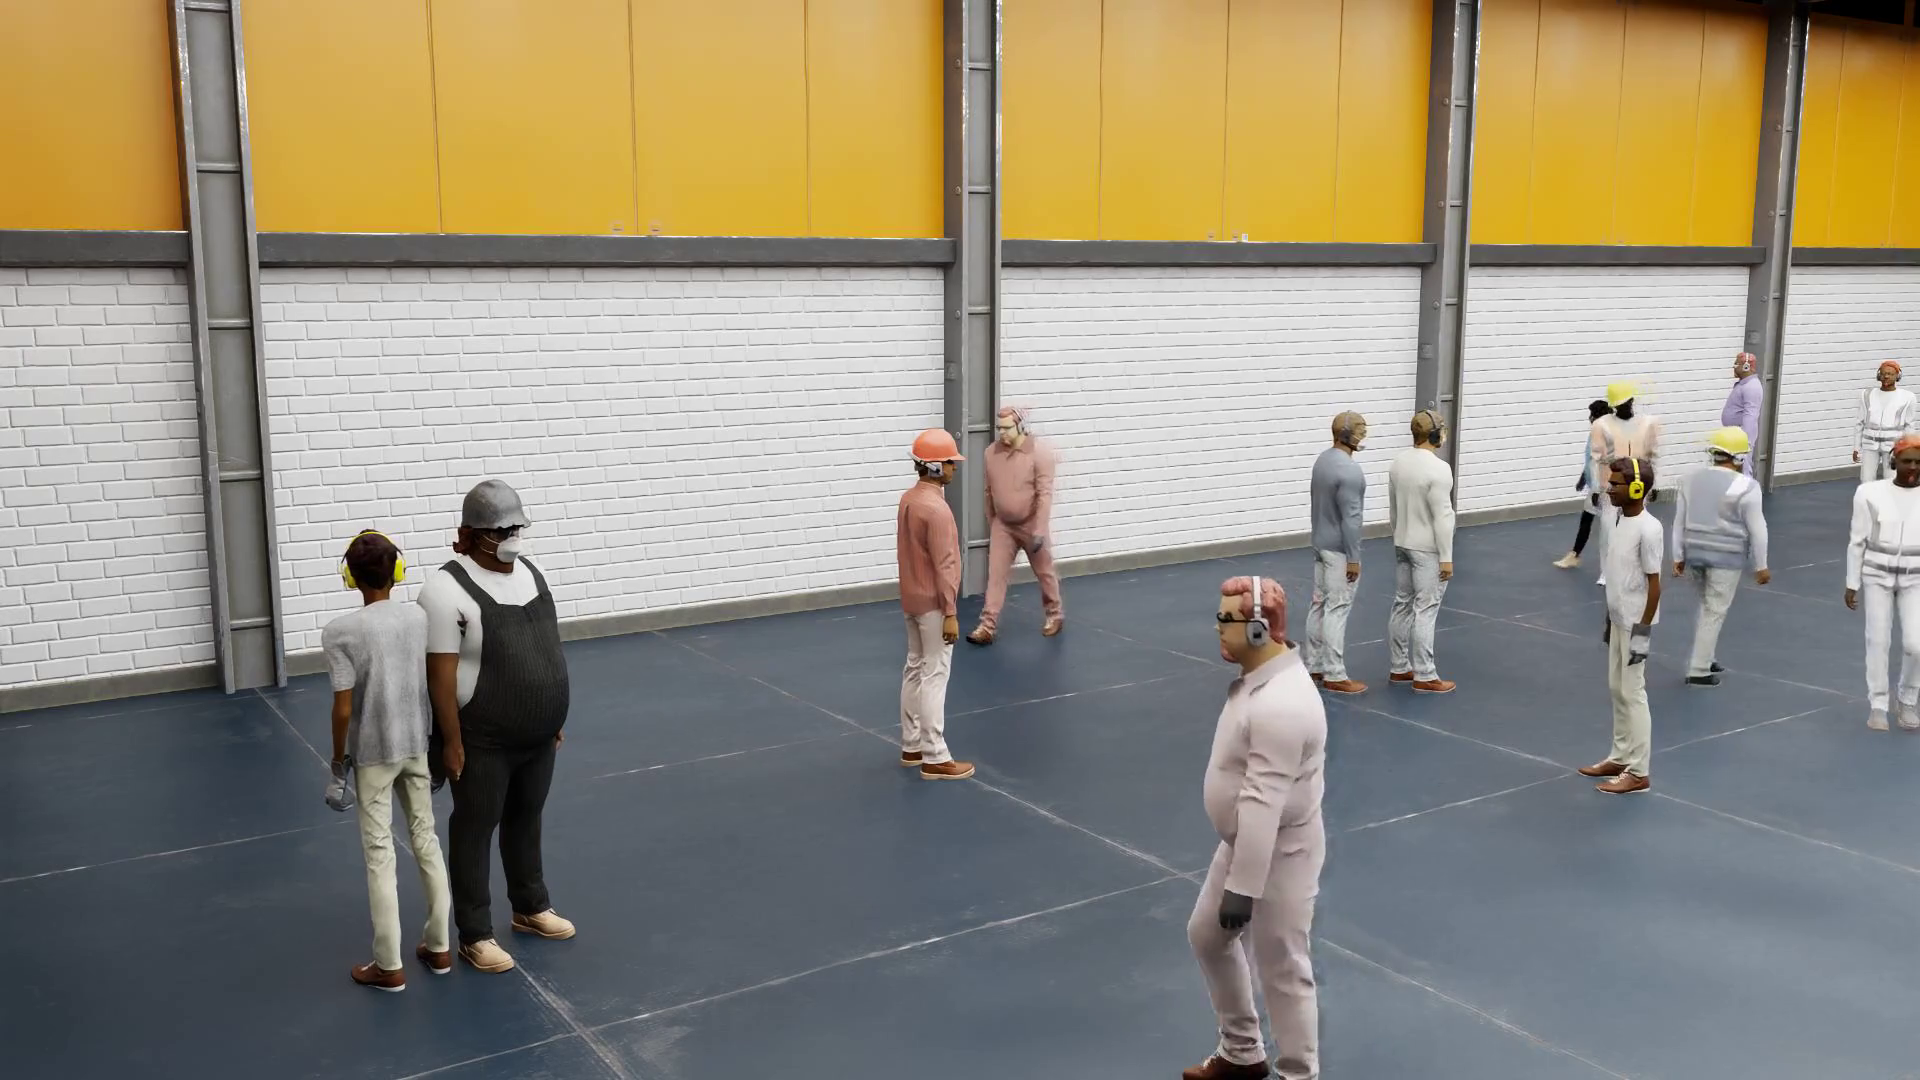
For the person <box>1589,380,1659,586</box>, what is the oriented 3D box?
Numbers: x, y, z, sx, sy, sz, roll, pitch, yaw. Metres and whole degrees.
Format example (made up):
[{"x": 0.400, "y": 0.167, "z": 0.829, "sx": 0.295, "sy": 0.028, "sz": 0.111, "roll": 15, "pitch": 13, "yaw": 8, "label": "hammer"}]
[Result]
[{"x": 6.051, "y": -0.509, "z": 15.058, "sx": 0.720, "sy": 1.880, "sz": 0.435, "roll": 0, "pitch": 9, "yaw": 0, "label": "person"}]

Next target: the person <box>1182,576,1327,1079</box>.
[{"x": 0.970, "y": 1.055, "z": 5.606, "sx": 0.599, "sy": 1.886, "sz": 0.661, "roll": 0, "pitch": 9, "yaw": 1, "label": "person"}]

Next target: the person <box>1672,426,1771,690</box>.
[{"x": 5.277, "y": 0.122, "z": 11.472, "sx": 0.689, "sy": 1.810, "sz": 0.599, "roll": -4, "pitch": 10, "yaw": -25, "label": "person"}]

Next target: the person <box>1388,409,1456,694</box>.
[{"x": 3.155, "y": 0.078, "z": 11.347, "sx": 0.372, "sy": 1.940, "sz": 0.632, "roll": -3, "pitch": 10, "yaw": -19, "label": "person"}]

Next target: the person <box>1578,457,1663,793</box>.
[{"x": 3.687, "y": 0.470, "z": 9.197, "sx": 0.310, "sy": 1.868, "sz": 0.533, "roll": 1, "pitch": 9, "yaw": 3, "label": "person"}]

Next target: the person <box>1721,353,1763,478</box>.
[{"x": 8.960, "y": -1.196, "z": 19.115, "sx": 0.409, "sy": 1.909, "sz": 0.640, "roll": 3, "pitch": 10, "yaw": 19, "label": "person"}]

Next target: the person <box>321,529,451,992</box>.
[{"x": -2.311, "y": 0.886, "z": 6.702, "sx": 0.330, "sy": 1.866, "sz": 0.512, "roll": 9, "pitch": 13, "yaw": 42, "label": "person"}]

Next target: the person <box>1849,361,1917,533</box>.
[{"x": 9.923, "y": -0.983, "z": 17.903, "sx": 0.576, "sy": 1.883, "sz": 0.354, "roll": 8, "pitch": 12, "yaw": 40, "label": "person"}]

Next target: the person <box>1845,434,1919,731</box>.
[{"x": 5.844, "y": 0.277, "z": 10.376, "sx": 0.578, "sy": 1.871, "sz": 0.423, "roll": 5, "pitch": 11, "yaw": 29, "label": "person"}]

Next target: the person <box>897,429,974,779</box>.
[{"x": -0.157, "y": 0.360, "z": 9.475, "sx": 0.381, "sy": 1.993, "sz": 0.622, "roll": -4, "pitch": 10, "yaw": -23, "label": "person"}]

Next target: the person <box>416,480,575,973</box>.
[{"x": -1.889, "y": 0.753, "z": 6.972, "sx": 0.537, "sy": 2.000, "sz": 0.682, "roll": 5, "pitch": 11, "yaw": 28, "label": "person"}]

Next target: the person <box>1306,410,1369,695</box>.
[{"x": 2.576, "y": 0.080, "z": 11.341, "sx": 0.366, "sy": 1.936, "sz": 0.630, "roll": -1, "pitch": 10, "yaw": -8, "label": "person"}]

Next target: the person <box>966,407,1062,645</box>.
[{"x": 0.451, "y": -0.110, "z": 12.811, "sx": 0.664, "sy": 1.839, "sz": 1.080, "roll": 6, "pitch": 11, "yaw": 31, "label": "person"}]

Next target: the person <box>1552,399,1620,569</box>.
[{"x": 6.162, "y": -0.527, "z": 15.864, "sx": 0.865, "sy": 1.643, "sz": 0.596, "roll": 1, "pitch": 10, "yaw": 7, "label": "person"}]
